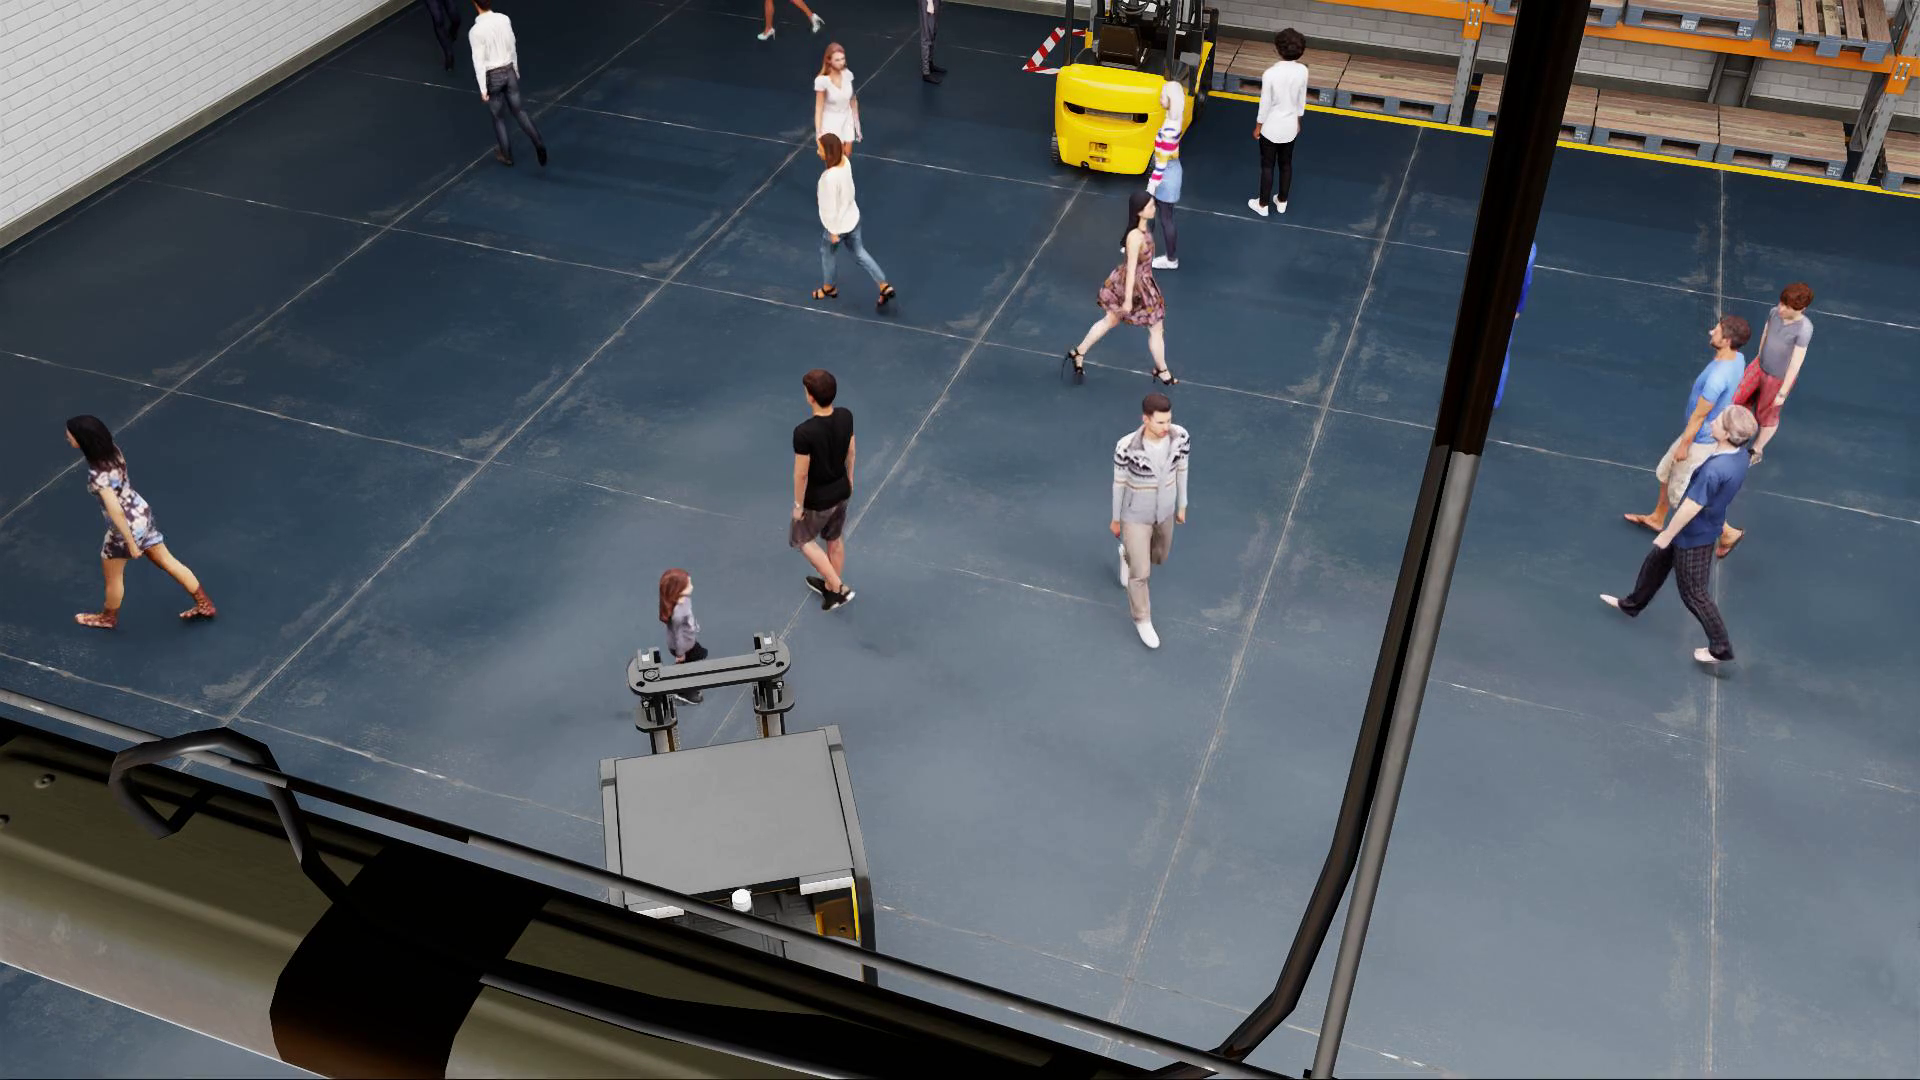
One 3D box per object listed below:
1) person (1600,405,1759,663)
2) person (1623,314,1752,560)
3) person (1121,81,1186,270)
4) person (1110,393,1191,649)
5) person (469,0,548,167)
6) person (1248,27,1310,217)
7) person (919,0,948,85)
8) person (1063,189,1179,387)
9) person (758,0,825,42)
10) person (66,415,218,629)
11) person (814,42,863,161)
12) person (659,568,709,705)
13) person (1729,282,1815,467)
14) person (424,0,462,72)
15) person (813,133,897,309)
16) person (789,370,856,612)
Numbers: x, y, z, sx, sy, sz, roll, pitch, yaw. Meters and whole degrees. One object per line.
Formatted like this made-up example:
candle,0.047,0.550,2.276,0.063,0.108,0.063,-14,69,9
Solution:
person,4.820,0.001,10.705,1.271,1.828,0.932,27,46,30
person,5.225,-0.685,11.552,1.132,1.845,0.835,25,45,28
person,1.908,-3.210,14.753,0.818,1.795,0.738,7,39,9
person,1.210,-0.234,10.994,1.110,1.836,1.149,-14,41,-17
person,-4.449,-4.497,16.317,1.076,1.854,0.884,27,46,29
person,3.009,-3.922,15.633,0.705,1.810,0.788,-11,40,-13
person,-0.320,-5.906,18.141,0.543,1.780,0.600,8,39,9
person,1.297,-1.969,13.250,1.232,1.732,0.796,4,39,5
person,-1.989,-6.461,18.984,1.046,1.596,0.681,6,39,8
person,-5.358,-0.081,10.922,1.203,1.687,0.967,-5,39,-7
person,-1.200,-3.927,15.739,0.697,1.686,0.745,-27,46,-29
person,-1.813,0.611,10.532,0.605,1.092,0.562,-8,39,-10
person,6.136,-1.240,12.417,0.831,1.632,0.770,-13,41,-16
person,-5.814,-6.226,18.506,1.098,1.825,1.027,-6,39,-7
person,-0.929,-2.713,14.250,1.020,1.646,0.605,14,41,17
person,-0.855,-0.273,11.029,0.925,1.854,0.859,32,48,33
